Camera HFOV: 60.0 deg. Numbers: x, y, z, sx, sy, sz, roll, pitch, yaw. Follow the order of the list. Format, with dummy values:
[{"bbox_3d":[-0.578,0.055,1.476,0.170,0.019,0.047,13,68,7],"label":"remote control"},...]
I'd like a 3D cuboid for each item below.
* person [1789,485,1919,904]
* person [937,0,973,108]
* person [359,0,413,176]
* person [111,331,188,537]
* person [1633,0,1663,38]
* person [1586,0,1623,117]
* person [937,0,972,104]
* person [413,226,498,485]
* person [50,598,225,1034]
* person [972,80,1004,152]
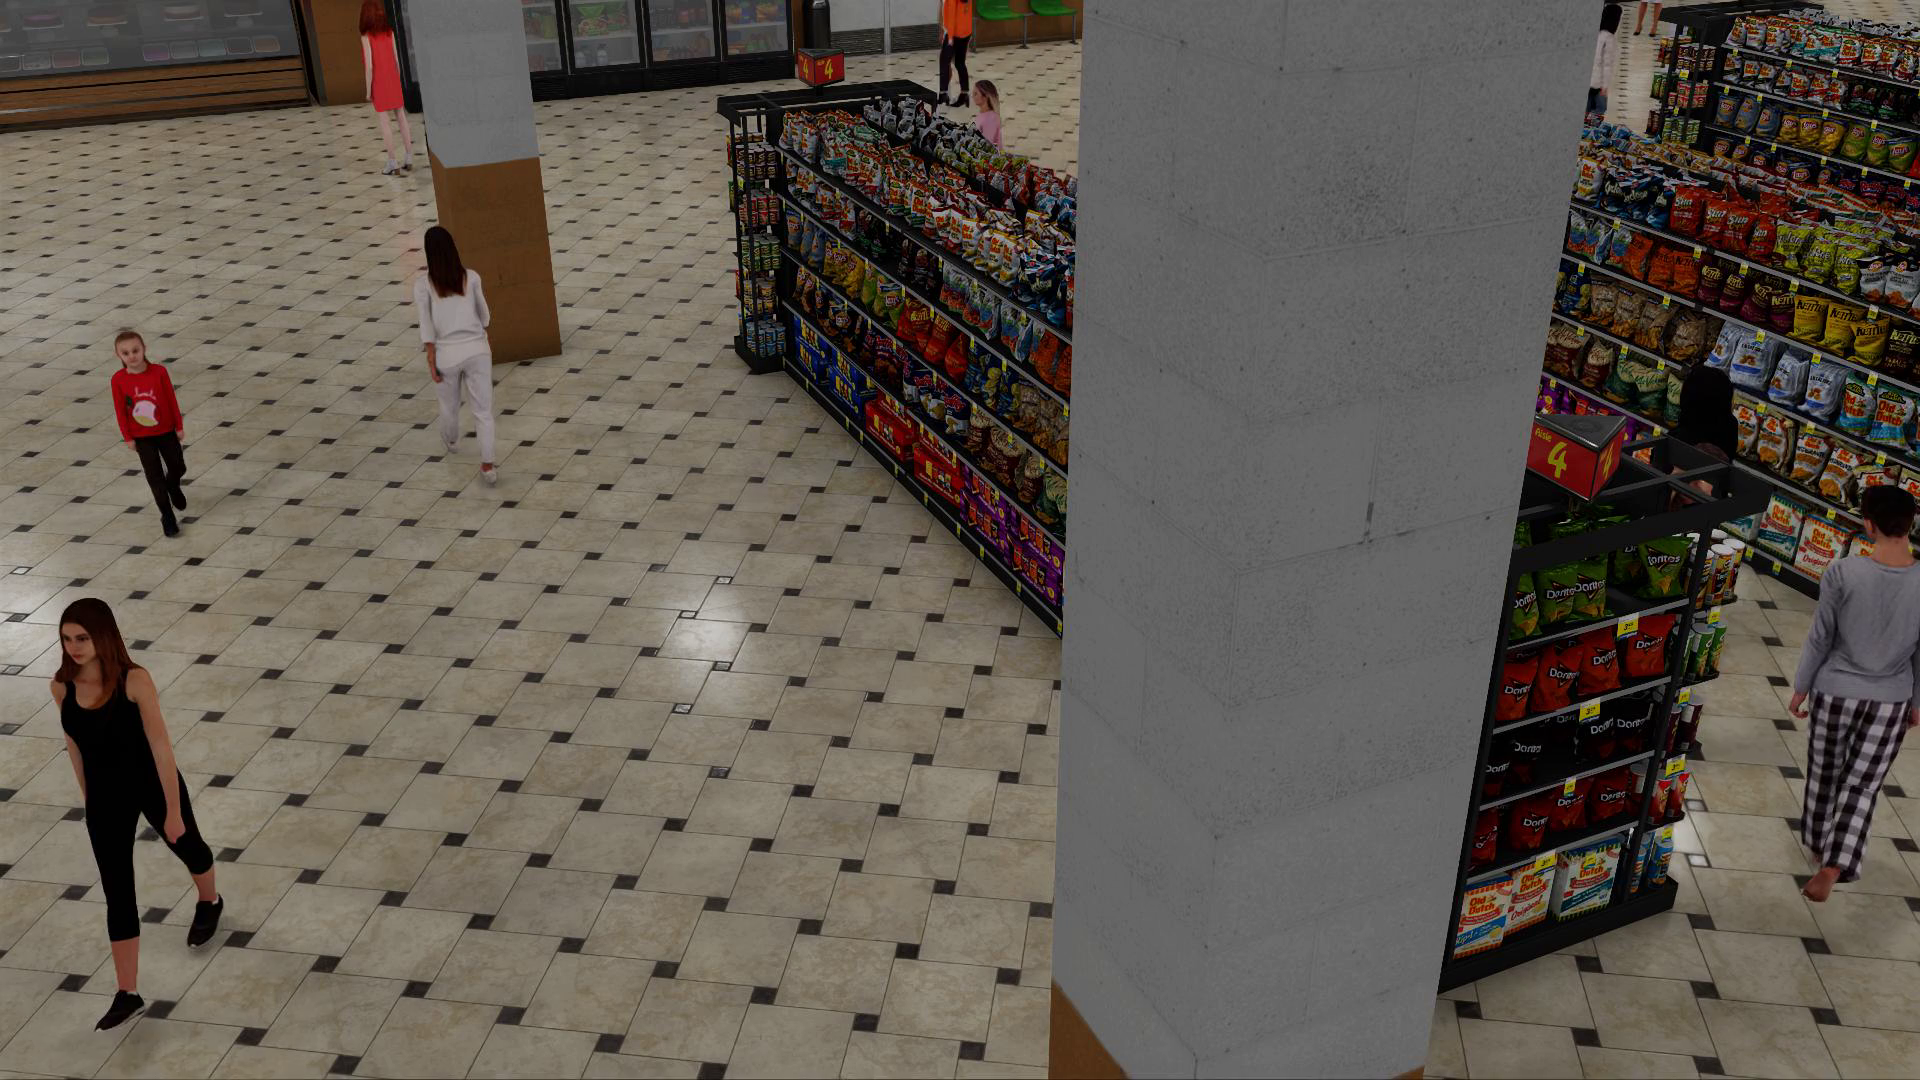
[{"bbox_3d":[3.713,0.692,6.873,1.032,1.810,1.068,12,29,23],"label":"person"},{"bbox_3d":[0.053,-6.247,20.655,0.871,1.720,0.820,10,28,18],"label":"person"},{"bbox_3d":[-6.132,-4.836,17.755,0.680,1.827,0.672,17,31,30],"label":"person"},{"bbox_3d":[-4.937,-0.676,10.165,0.548,1.272,0.712,-16,31,-29],"label":"person"},{"bbox_3d":[10.492,-8.503,25.074,0.615,1.748,0.707,16,31,28],"label":"person"},{"bbox_3d":[7.030,-5.130,18.556,0.779,1.626,0.782,-6,27,-11],"label":"person"},{"bbox_3d":[0.014,-6.356,20.837,0.848,1.750,0.756,-24,35,-39],"label":"person"},{"bbox_3d":[-3.179,-1.148,10.682,0.618,1.647,1.020,-12,29,-23],"label":"person"},{"bbox_3d":[-3.157,0.961,6.482,0.913,1.684,1.187,0,27,-1],"label":"person"},{"bbox_3d":[0.341,-3.224,14.745,0.720,1.674,0.601,-5,27,-11],"label":"person"}]
